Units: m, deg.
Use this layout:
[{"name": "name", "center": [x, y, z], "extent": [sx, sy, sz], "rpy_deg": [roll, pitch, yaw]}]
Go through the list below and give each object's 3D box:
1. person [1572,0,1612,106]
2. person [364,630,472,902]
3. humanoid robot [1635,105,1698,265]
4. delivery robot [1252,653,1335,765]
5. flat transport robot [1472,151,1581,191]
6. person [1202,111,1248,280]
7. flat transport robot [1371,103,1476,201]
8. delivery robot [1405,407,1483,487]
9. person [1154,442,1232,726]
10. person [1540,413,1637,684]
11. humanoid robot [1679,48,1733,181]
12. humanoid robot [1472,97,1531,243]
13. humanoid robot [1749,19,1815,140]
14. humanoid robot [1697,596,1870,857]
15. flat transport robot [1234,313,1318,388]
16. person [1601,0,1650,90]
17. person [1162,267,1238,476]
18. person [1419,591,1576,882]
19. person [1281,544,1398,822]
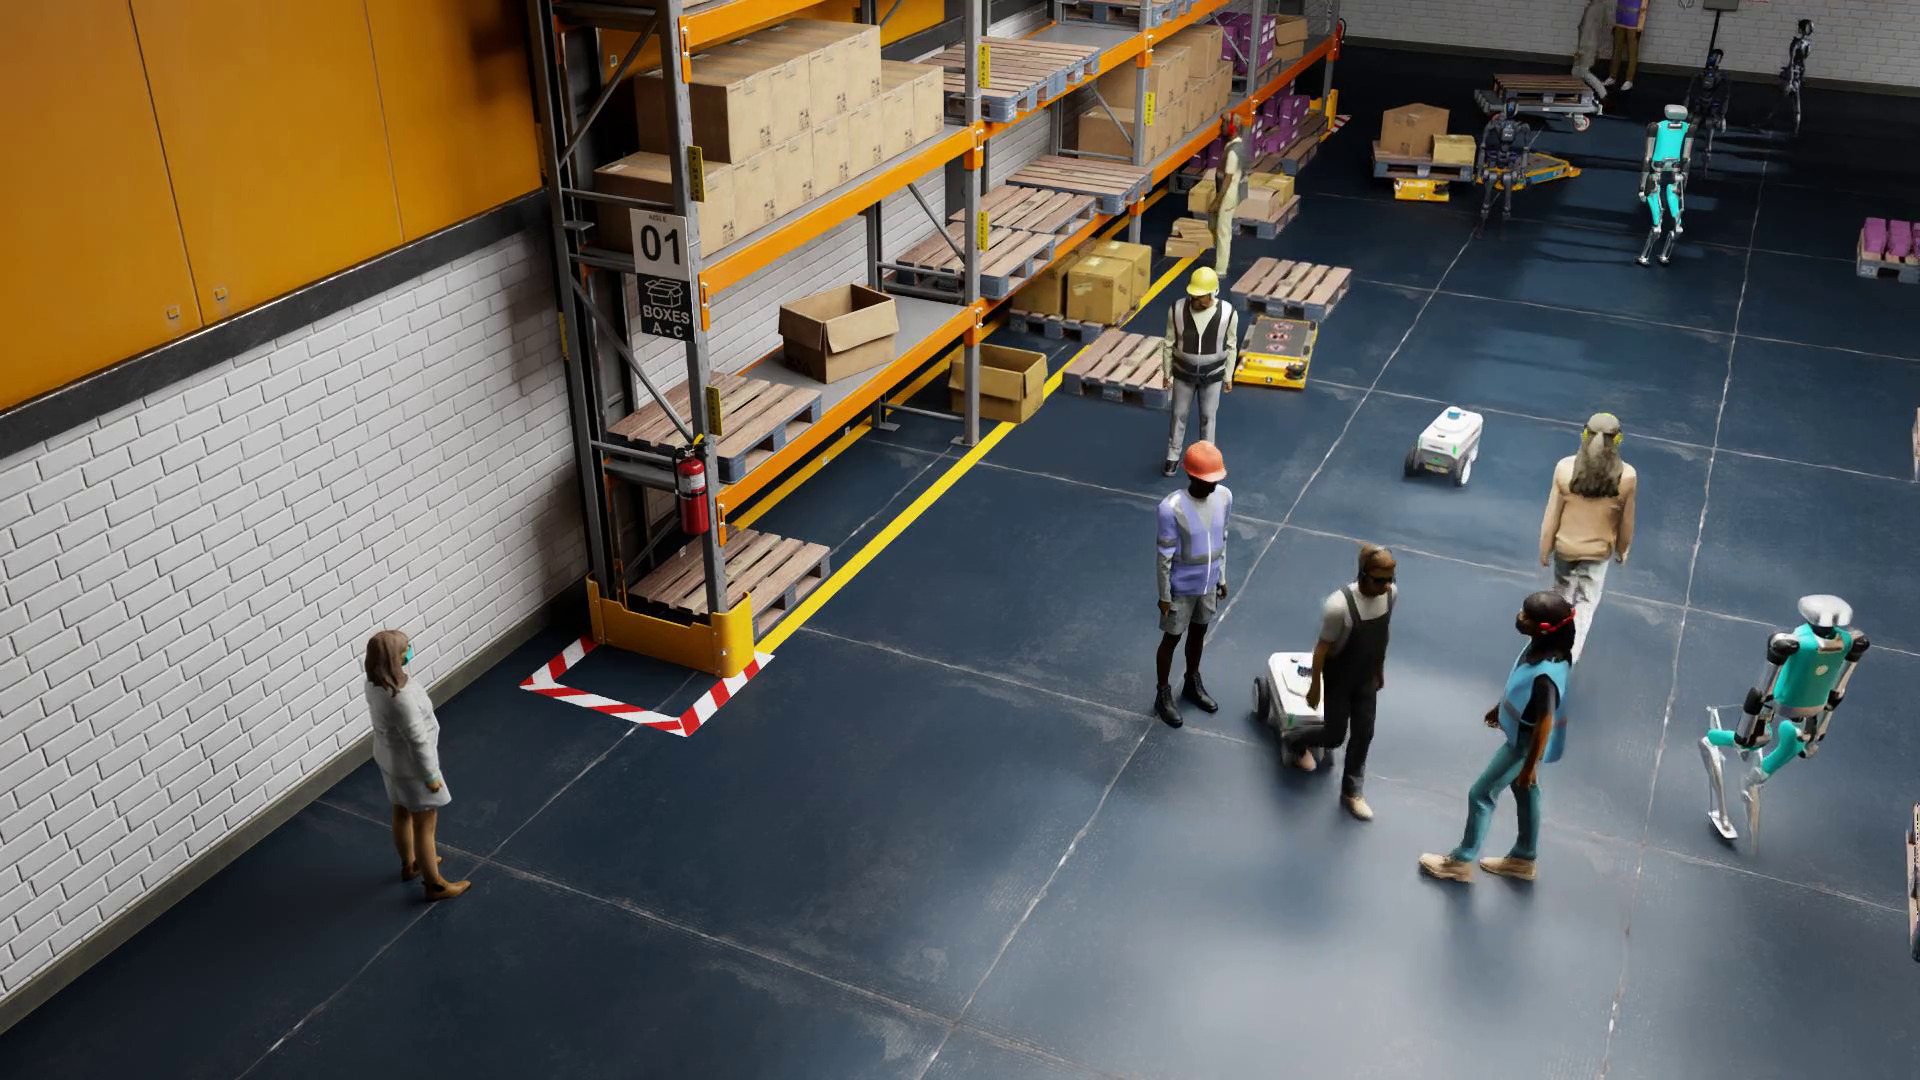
[{"name": "person", "center": [9.409, -7.340, 24.729], "extent": [0.815, 1.806, 0.513], "rpy_deg": [21, 35, 34]}, {"name": "person", "center": [-2.968, 1.207, 9.021], "extent": [0.335, 1.659, 0.495], "rpy_deg": [-24, 37, -37]}, {"name": "humanoid robot", "center": [7.764, -3.849, 18.212], "extent": [0.530, 1.696, 0.743], "rpy_deg": [1, 28, 2]}, {"name": "delivery robot", "center": [2.160, 1.024, 10.547], "extent": [0.499, 0.612, 0.796], "rpy_deg": [0, 28, -1]}, {"name": "flat transport robot", "center": [7.336, -4.789, 21.608], "extent": [1.431, 0.231, 0.659], "rpy_deg": [-17, 33, -29]}, {"name": "person", "center": [2.869, -3.692, 17.919], "extent": [0.465, 1.839, 0.584], "rpy_deg": [3, 29, 6]}, {"name": "flat transport robot", "center": [5.890, -4.643, 21.337], "extent": [0.659, 0.231, 1.431], "rpy_deg": [5, 29, 9]}, {"name": "delivery robot", "center": [4.102, -0.823, 13.945], "extent": [0.499, 0.587, 0.789], "rpy_deg": [17, 33, 29]}, {"name": "person", "center": [1.475, 0.267, 10.478], "extent": [0.550, 1.935, 0.369], "rpy_deg": [-16, 32, -28]}, {"name": "person", "center": [4.128, 0.036, 11.015], "extent": [0.551, 1.845, 0.908], "rpy_deg": [14, 31, 24]}, {"name": "humanoid robot", "center": [9.593, -5.480, 21.396], "extent": [0.590, 1.652, 0.326], "rpy_deg": [21, 35, 34]}, {"name": "humanoid robot", "center": [6.230, -4.263, 19.138], "extent": [0.599, 1.649, 0.342], "rpy_deg": [6, 29, 11]}, {"name": "humanoid robot", "center": [11.611, -6.446, 23.254], "extent": [0.781, 1.633, 0.601], "rpy_deg": [24, 37, 38]}, {"name": "humanoid robot", "center": [4.516, 1.001, 9.364], "extent": [0.543, 1.806, 0.788], "rpy_deg": [-3, 28, -6]}, {"name": "flat transport robot", "center": [3.084, -1.845, 16.150], "extent": [0.659, 0.231, 1.431], "rpy_deg": [8, 29, 14]}, {"name": "person", "center": [10.380, -7.988, 25.805], "extent": [0.443, 1.923, 0.534], "rpy_deg": [-19, 34, -31]}, {"name": "person", "center": [1.949, -1.369, 13.626], "extent": [0.599, 1.825, 0.404], "rpy_deg": [4, 29, 8]}, {"name": "person", "center": [2.937, 1.066, 9.086], "extent": [0.733, 1.847, 0.542], "rpy_deg": [10, 30, 17]}, {"name": "person", "center": [2.220, 0.761, 9.694], "extent": [0.540, 1.818, 0.645], "rpy_deg": [-15, 32, -25]}]
